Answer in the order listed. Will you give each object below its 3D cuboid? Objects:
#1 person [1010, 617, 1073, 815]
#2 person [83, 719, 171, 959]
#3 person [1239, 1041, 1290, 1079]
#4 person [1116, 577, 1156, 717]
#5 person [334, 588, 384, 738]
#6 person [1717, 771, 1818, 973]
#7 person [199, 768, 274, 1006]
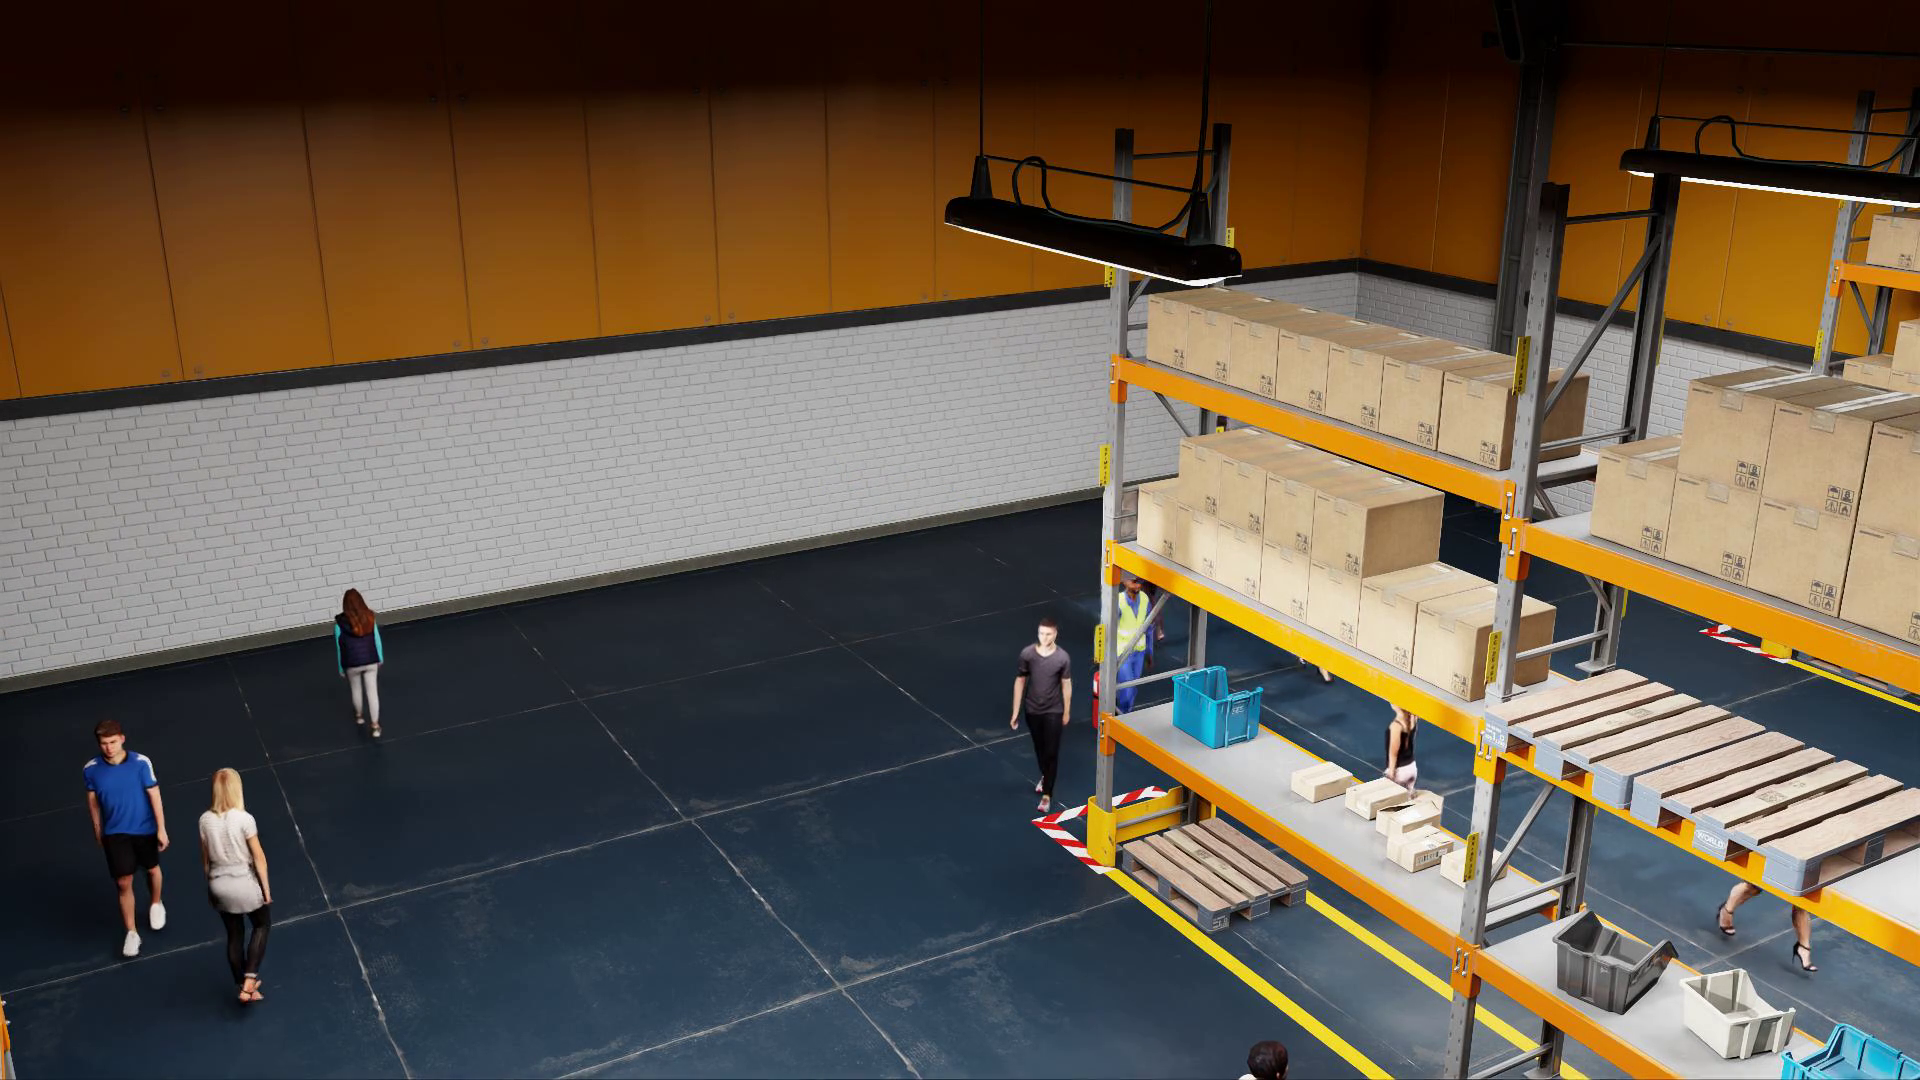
[{"bbox_3d":[0.768,1.498,14.879,1.069,1.729,1.101,6,20,18],"label":"person"},{"bbox_3d":[-6.327,2.170,12.730,0.734,1.828,1.029,-9,21,-25],"label":"person"},{"bbox_3d":[1.654,3.483,9.214,0.648,1.583,0.420,-10,21,-26],"label":"person"},{"bbox_3d":[1.565,1.072,16.023,0.719,1.807,0.704,-14,23,-35],"label":"person"},{"bbox_3d":[-5.798,1.211,16.139,0.629,1.469,0.918,-8,20,-24],"label":"person"},{"bbox_3d":[6.068,2.347,12.451,0.746,1.671,1.087,-8,20,-22],"label":"person"},{"bbox_3d":[-5.136,2.520,11.722,0.792,1.809,0.841,-1,19,-2],"label":"person"}]
